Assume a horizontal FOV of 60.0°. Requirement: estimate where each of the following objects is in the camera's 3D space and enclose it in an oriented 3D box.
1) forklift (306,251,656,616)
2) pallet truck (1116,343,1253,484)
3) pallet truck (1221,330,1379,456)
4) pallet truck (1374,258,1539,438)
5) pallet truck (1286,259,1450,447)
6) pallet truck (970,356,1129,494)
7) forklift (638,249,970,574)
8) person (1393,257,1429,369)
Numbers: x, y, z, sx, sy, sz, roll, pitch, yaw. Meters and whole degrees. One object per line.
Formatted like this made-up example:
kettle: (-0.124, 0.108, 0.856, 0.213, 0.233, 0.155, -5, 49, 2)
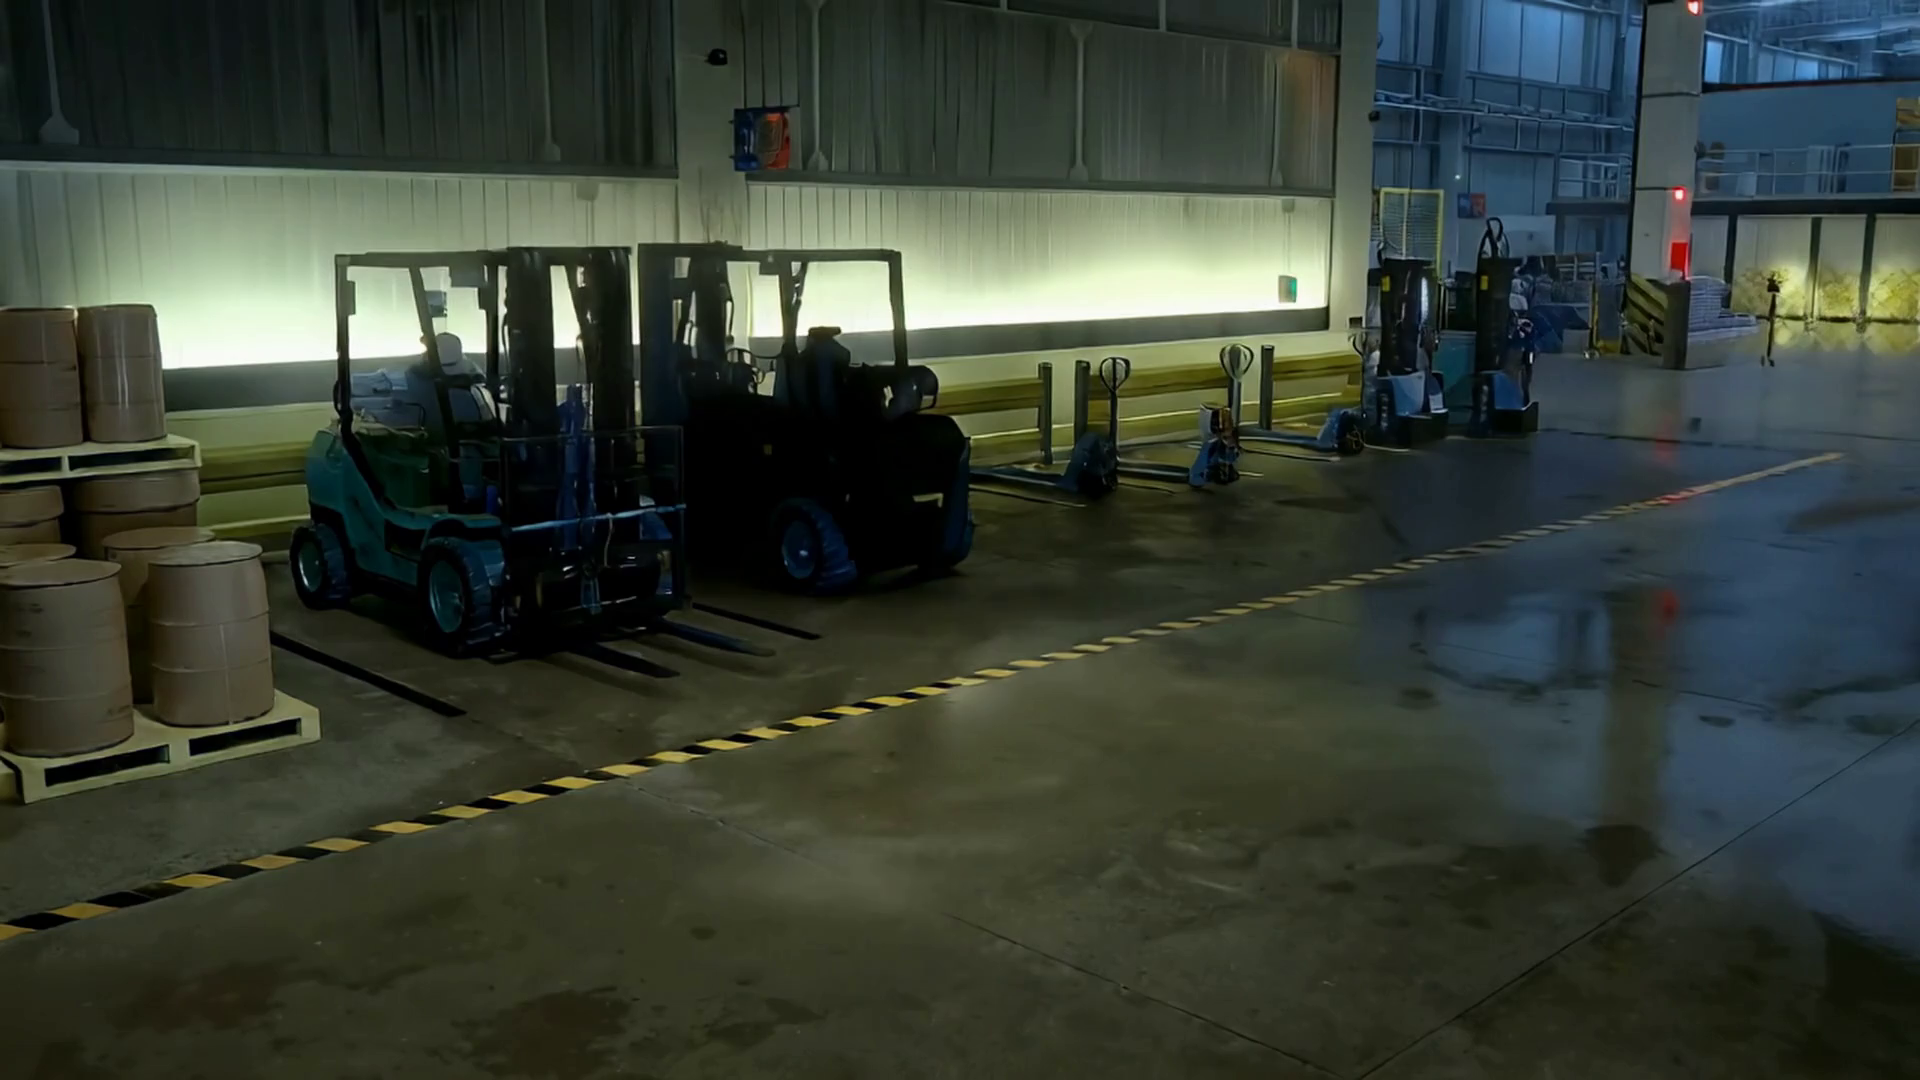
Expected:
forklift: (-2.833, -0.669, 9.694, 1.157, 1.987, 2.680, -10, 14, -44)
pallet truck: (1.962, -1.215, 15.415, 1.522, 1.261, 0.704, 10, 14, 43)
pallet truck: (3.563, -1.581, 17.381, 0.653, 1.274, 1.630, -10, 14, -44)
pallet truck: (5.704, -2.208, 18.901, 1.885, 1.965, 0.823, 10, 14, 43)
pallet truck: (4.493, -2.078, 18.196, 0.823, 1.965, 1.885, -9, 14, -40)
pallet truck: (0.784, -1.085, 14.876, 0.680, 1.201, 1.601, -10, 14, -44)
forklift: (-1.173, -0.958, 11.239, 2.680, 1.987, 1.157, 10, 14, 43)
person: (7.153, -3.552, 26.565, 0.694, 1.884, 0.427, 7, 13, 35)
